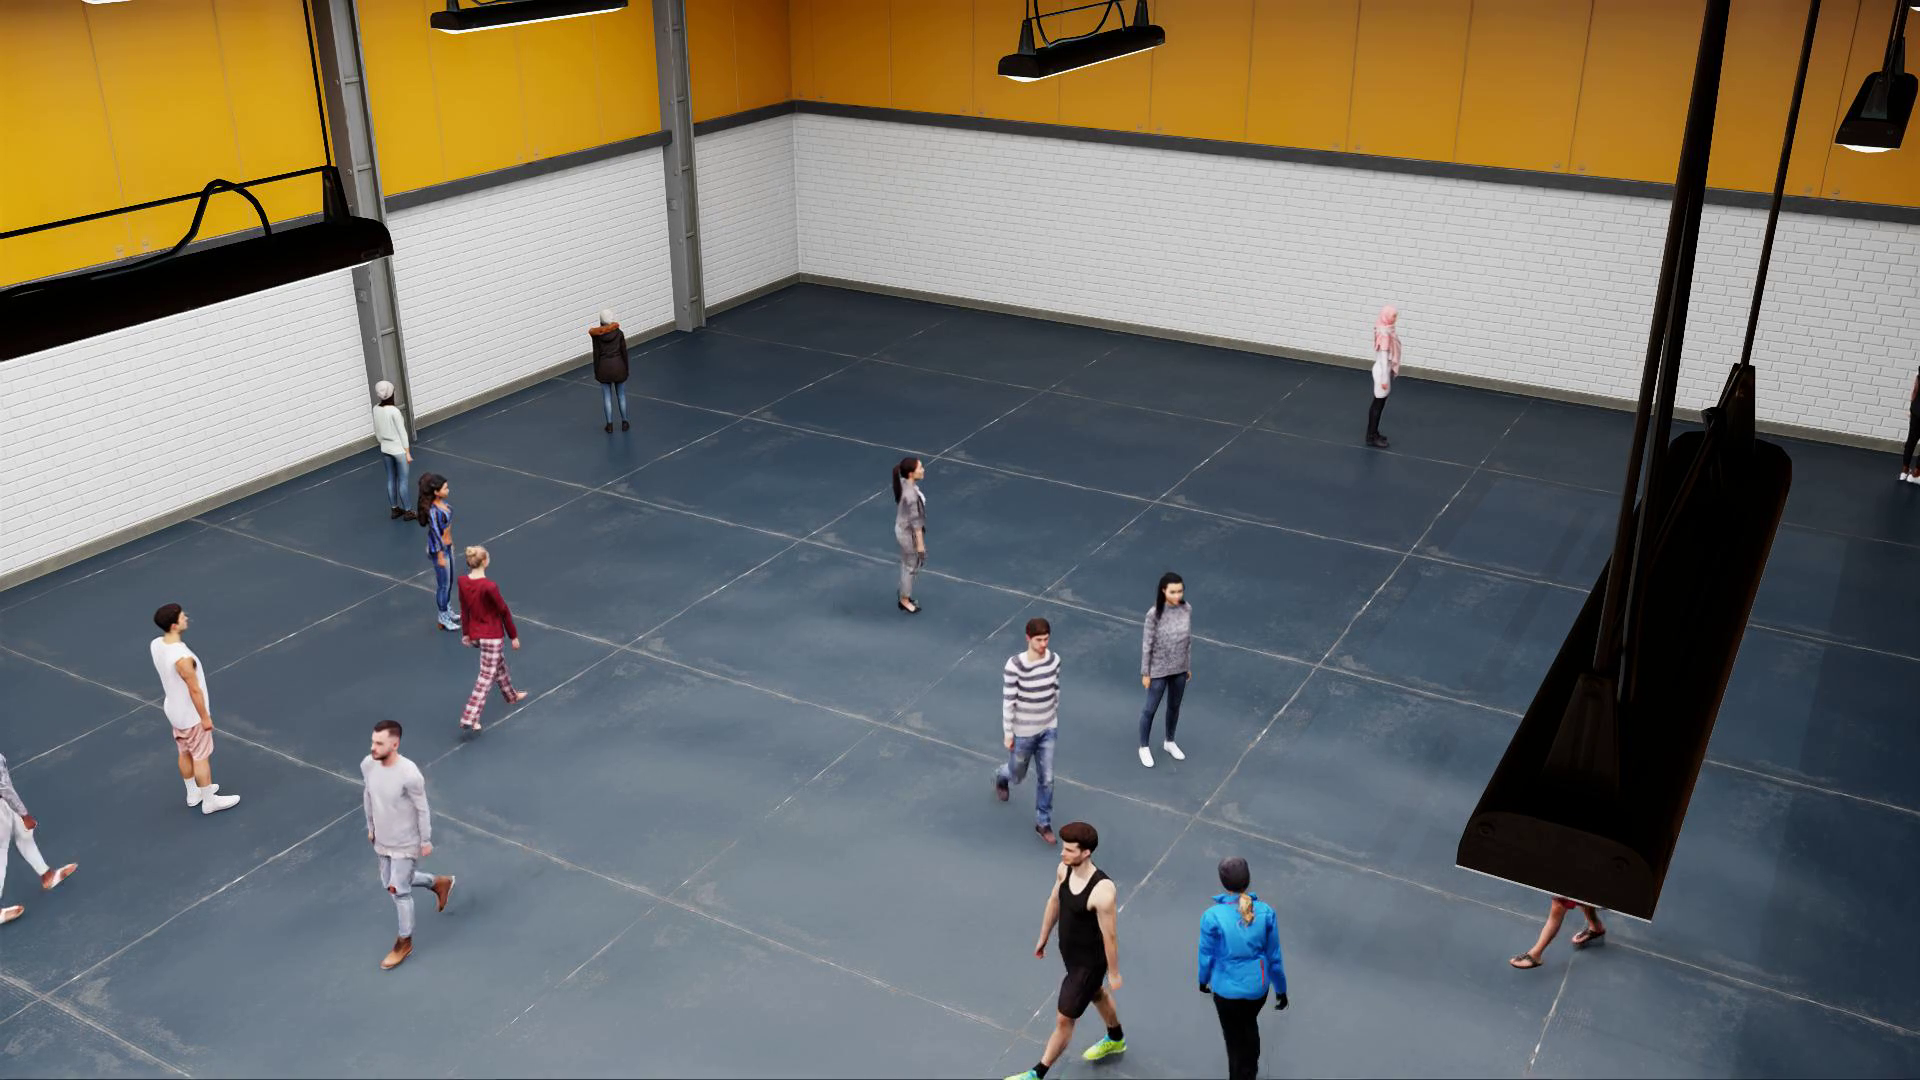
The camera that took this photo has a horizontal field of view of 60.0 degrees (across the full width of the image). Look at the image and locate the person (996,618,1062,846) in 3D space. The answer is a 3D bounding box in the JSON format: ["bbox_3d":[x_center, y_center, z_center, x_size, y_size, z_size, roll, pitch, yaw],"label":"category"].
[{"bbox_3d":[0.518,1.424,12.941,1.097,1.829,1.107,-10,25,-21],"label":"person"}]

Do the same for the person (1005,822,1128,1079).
[{"bbox_3d":[0.839,2.556,10.340,1.280,1.837,1.100,-12,26,-25],"label":"person"}]

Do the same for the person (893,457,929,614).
[{"bbox_3d":[-0.581,-0.031,16.477,0.797,1.663,0.728,-5,24,-11],"label":"person"}]

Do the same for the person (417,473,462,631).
[{"bbox_3d":[-5.070,0.105,16.218,0.760,1.621,0.668,-2,24,-4],"label":"person"}]

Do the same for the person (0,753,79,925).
[{"bbox_3d":[-6.945,1.989,11.816,0.702,1.696,1.003,17,29,33],"label":"person"}]

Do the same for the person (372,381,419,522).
[{"bbox_3d":[-6.379,-1.020,18.762,0.577,1.644,0.509,11,26,24],"label":"person"}]

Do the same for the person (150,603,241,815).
[{"bbox_3d":[-6.142,1.336,13.193,0.668,1.789,0.611,17,29,34],"label":"person"}]

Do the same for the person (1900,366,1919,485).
[{"bbox_3d":[11.505,-1.515,19.789,0.761,1.730,0.749,-12,26,-26],"label":"person"}]

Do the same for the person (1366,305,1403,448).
[{"bbox_3d":[5.322,-2.077,20.982,0.764,1.803,0.637,5,24,10],"label":"person"}]

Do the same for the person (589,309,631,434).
[{"bbox_3d":[-4.495,-2.193,21.458,0.744,1.634,0.811,-8,25,-17],"label":"person"}]

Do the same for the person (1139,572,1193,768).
[{"bbox_3d":[1.732,1.057,13.903,0.664,1.731,0.755,-9,25,-20],"label":"person"}]

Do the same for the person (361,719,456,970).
[{"bbox_3d":[-3.859,2.029,11.560,0.676,1.827,0.968,13,27,27],"label":"person"}]

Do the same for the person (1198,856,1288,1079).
[{"bbox_3d":[1.685,2.761,9.946,0.888,1.778,0.945,0,24,0],"label":"person"}]

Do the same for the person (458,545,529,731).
[{"bbox_3d":[-4.157,0.866,14.426,0.638,1.661,1.061,13,27,27],"label":"person"}]
